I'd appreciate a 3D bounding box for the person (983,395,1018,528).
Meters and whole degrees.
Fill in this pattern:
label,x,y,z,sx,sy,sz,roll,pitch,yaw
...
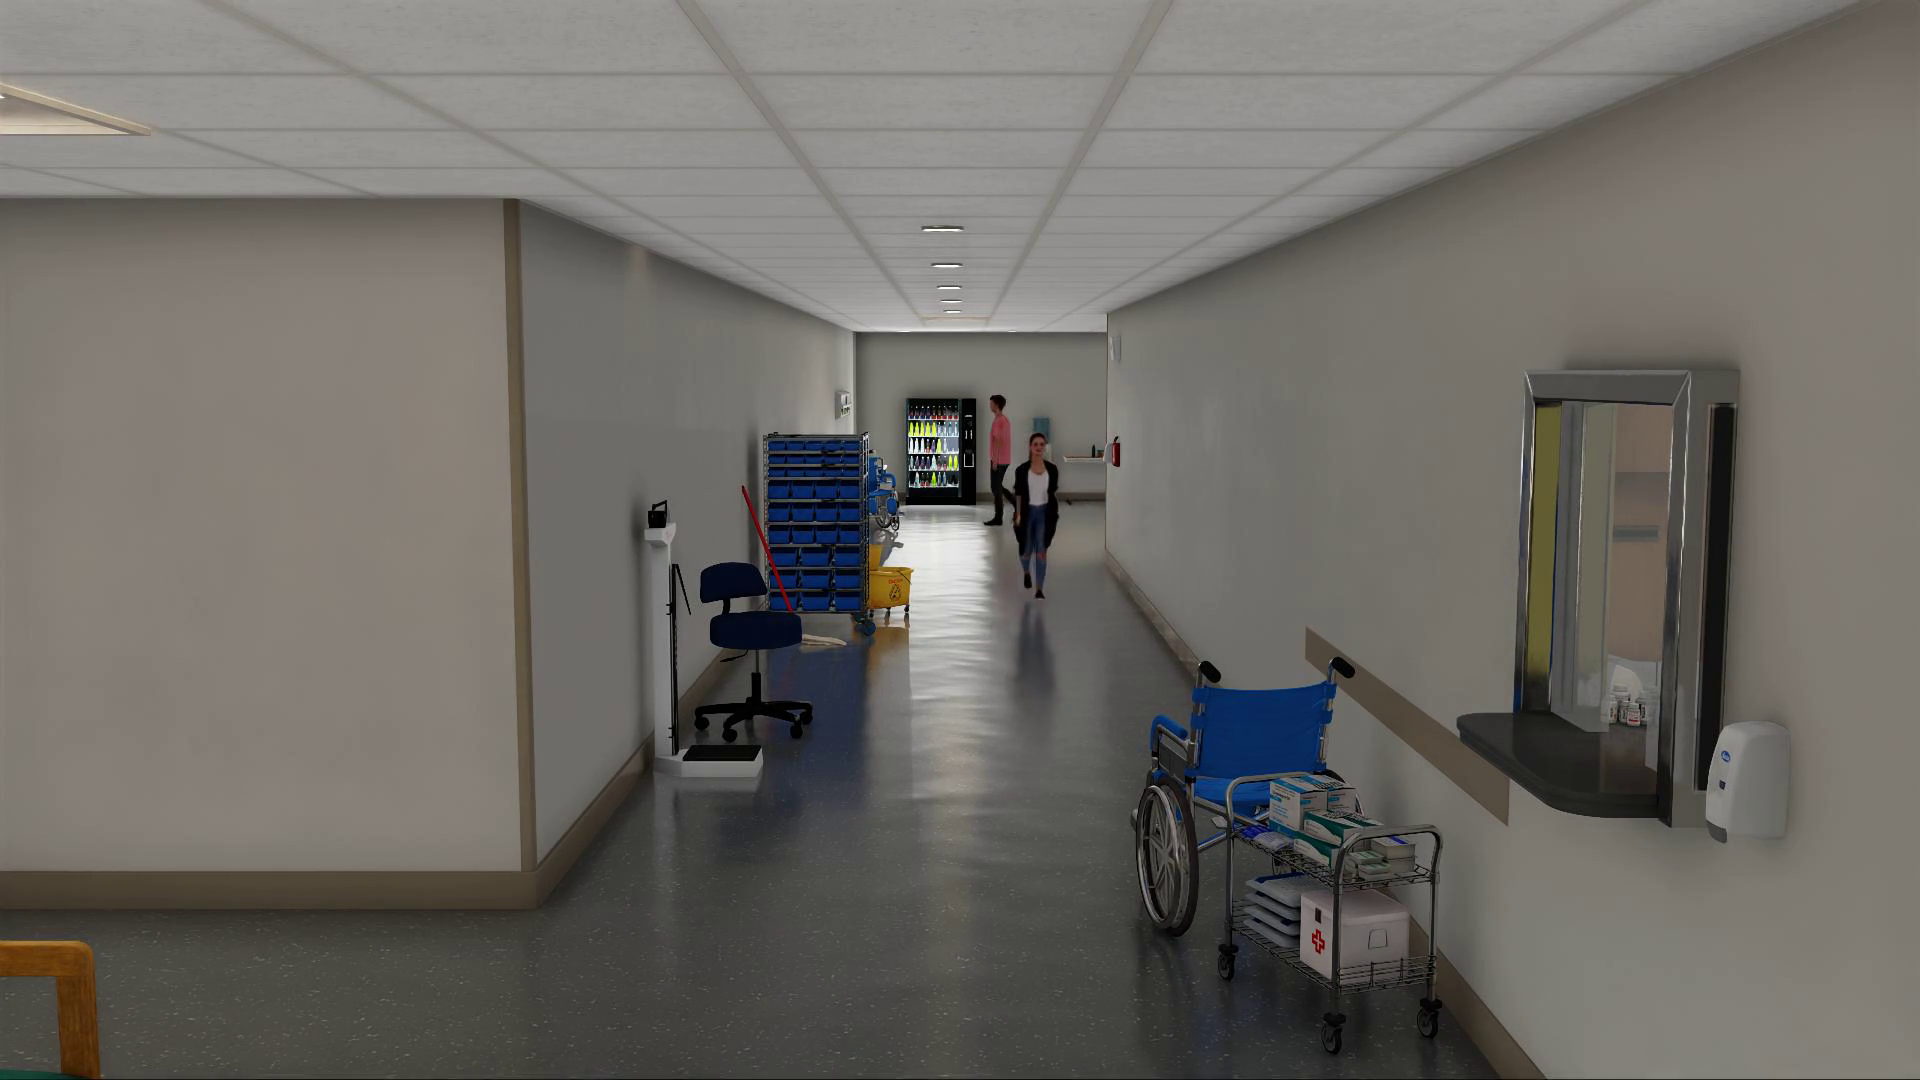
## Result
label,x,y,z,sx,sy,sz,roll,pitch,yaw
person,0.677,-1.163,24.558,0.919,1.948,0.766,2,6,15

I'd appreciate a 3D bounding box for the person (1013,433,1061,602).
label,x,y,z,sx,sy,sz,roll,pitch,yaw
person,0.740,-0.227,16.697,1.009,1.658,0.702,0,6,-4
